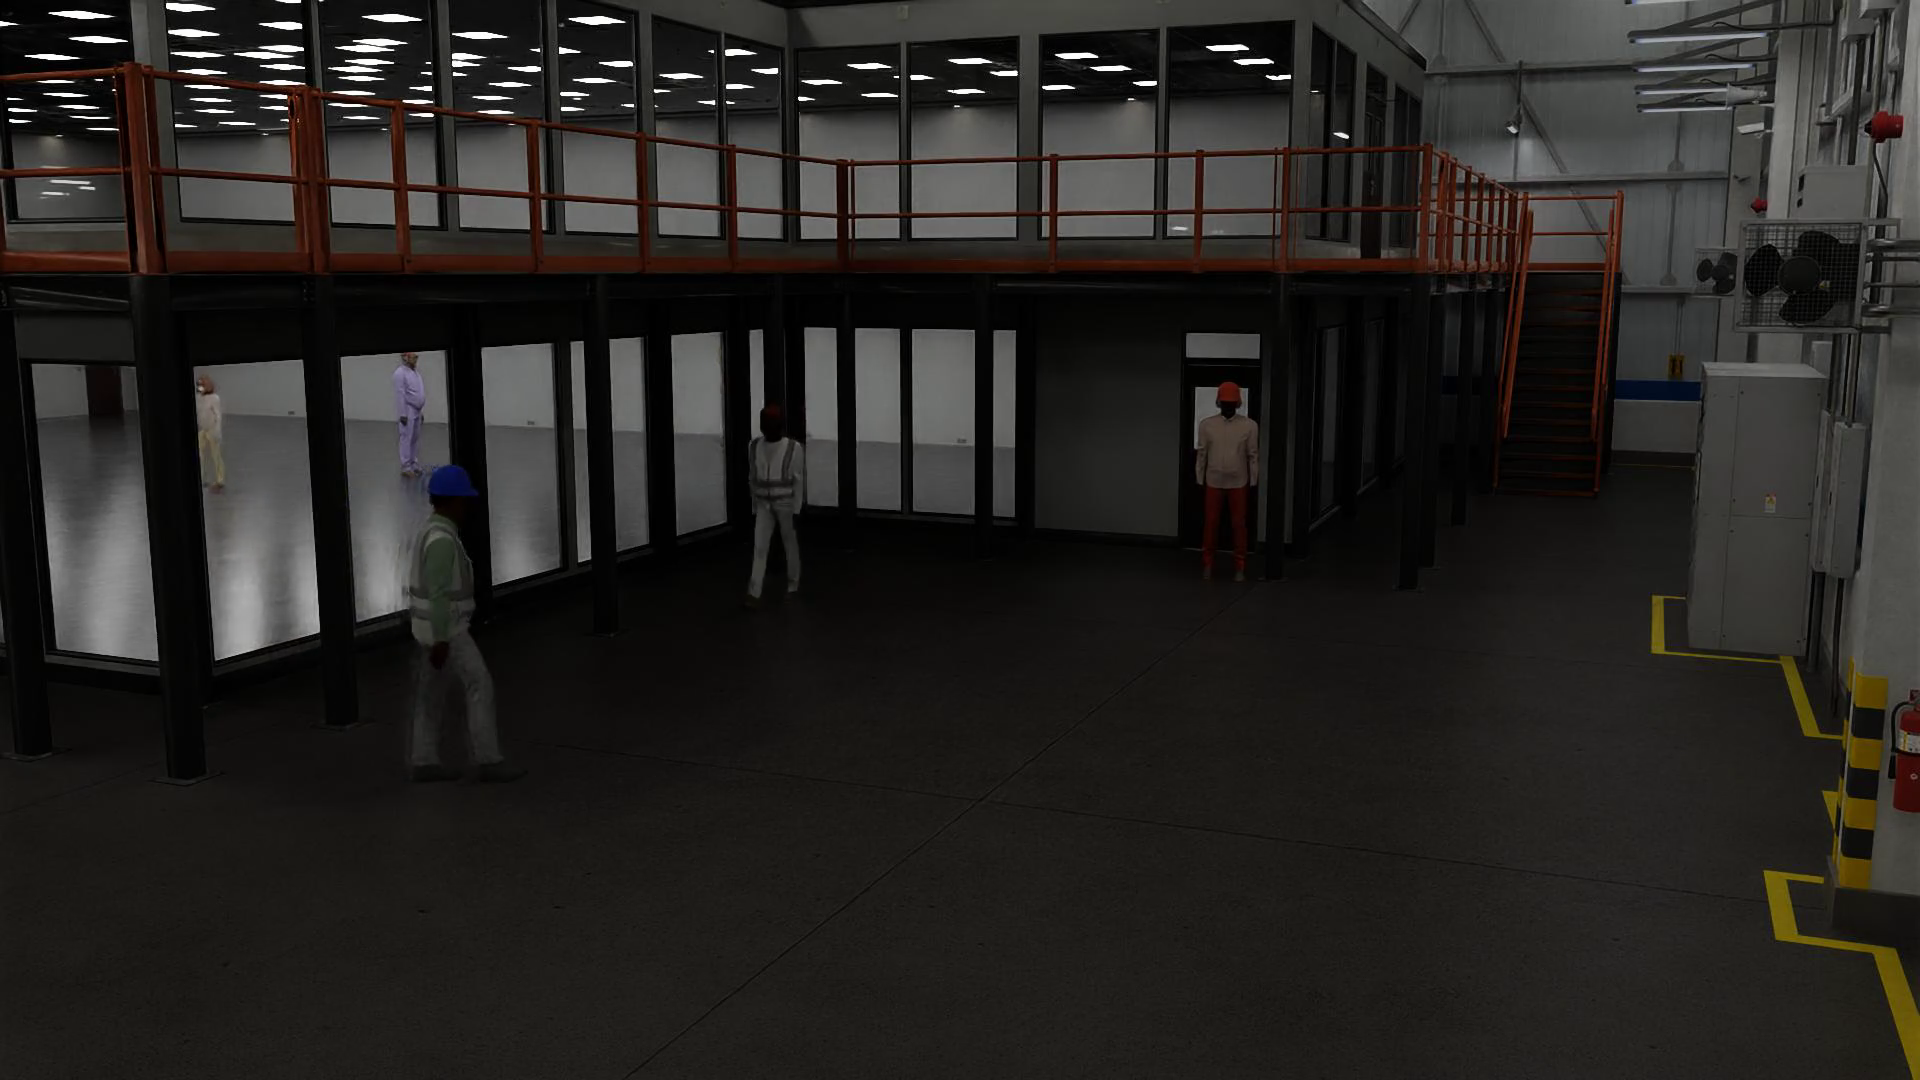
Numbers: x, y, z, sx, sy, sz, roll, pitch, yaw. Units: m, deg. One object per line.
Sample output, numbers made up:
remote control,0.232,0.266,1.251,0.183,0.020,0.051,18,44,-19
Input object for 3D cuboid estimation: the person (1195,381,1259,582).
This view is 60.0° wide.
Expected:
person,2.618,-0.565,16.331,0.630,1.985,0.412,2,9,14

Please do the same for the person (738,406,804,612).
person,-1.684,-0.275,14.950,0.598,1.833,0.970,3,10,19

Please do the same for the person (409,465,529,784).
person,-2.936,0.508,9.902,0.793,1.920,0.611,-4,10,-24
